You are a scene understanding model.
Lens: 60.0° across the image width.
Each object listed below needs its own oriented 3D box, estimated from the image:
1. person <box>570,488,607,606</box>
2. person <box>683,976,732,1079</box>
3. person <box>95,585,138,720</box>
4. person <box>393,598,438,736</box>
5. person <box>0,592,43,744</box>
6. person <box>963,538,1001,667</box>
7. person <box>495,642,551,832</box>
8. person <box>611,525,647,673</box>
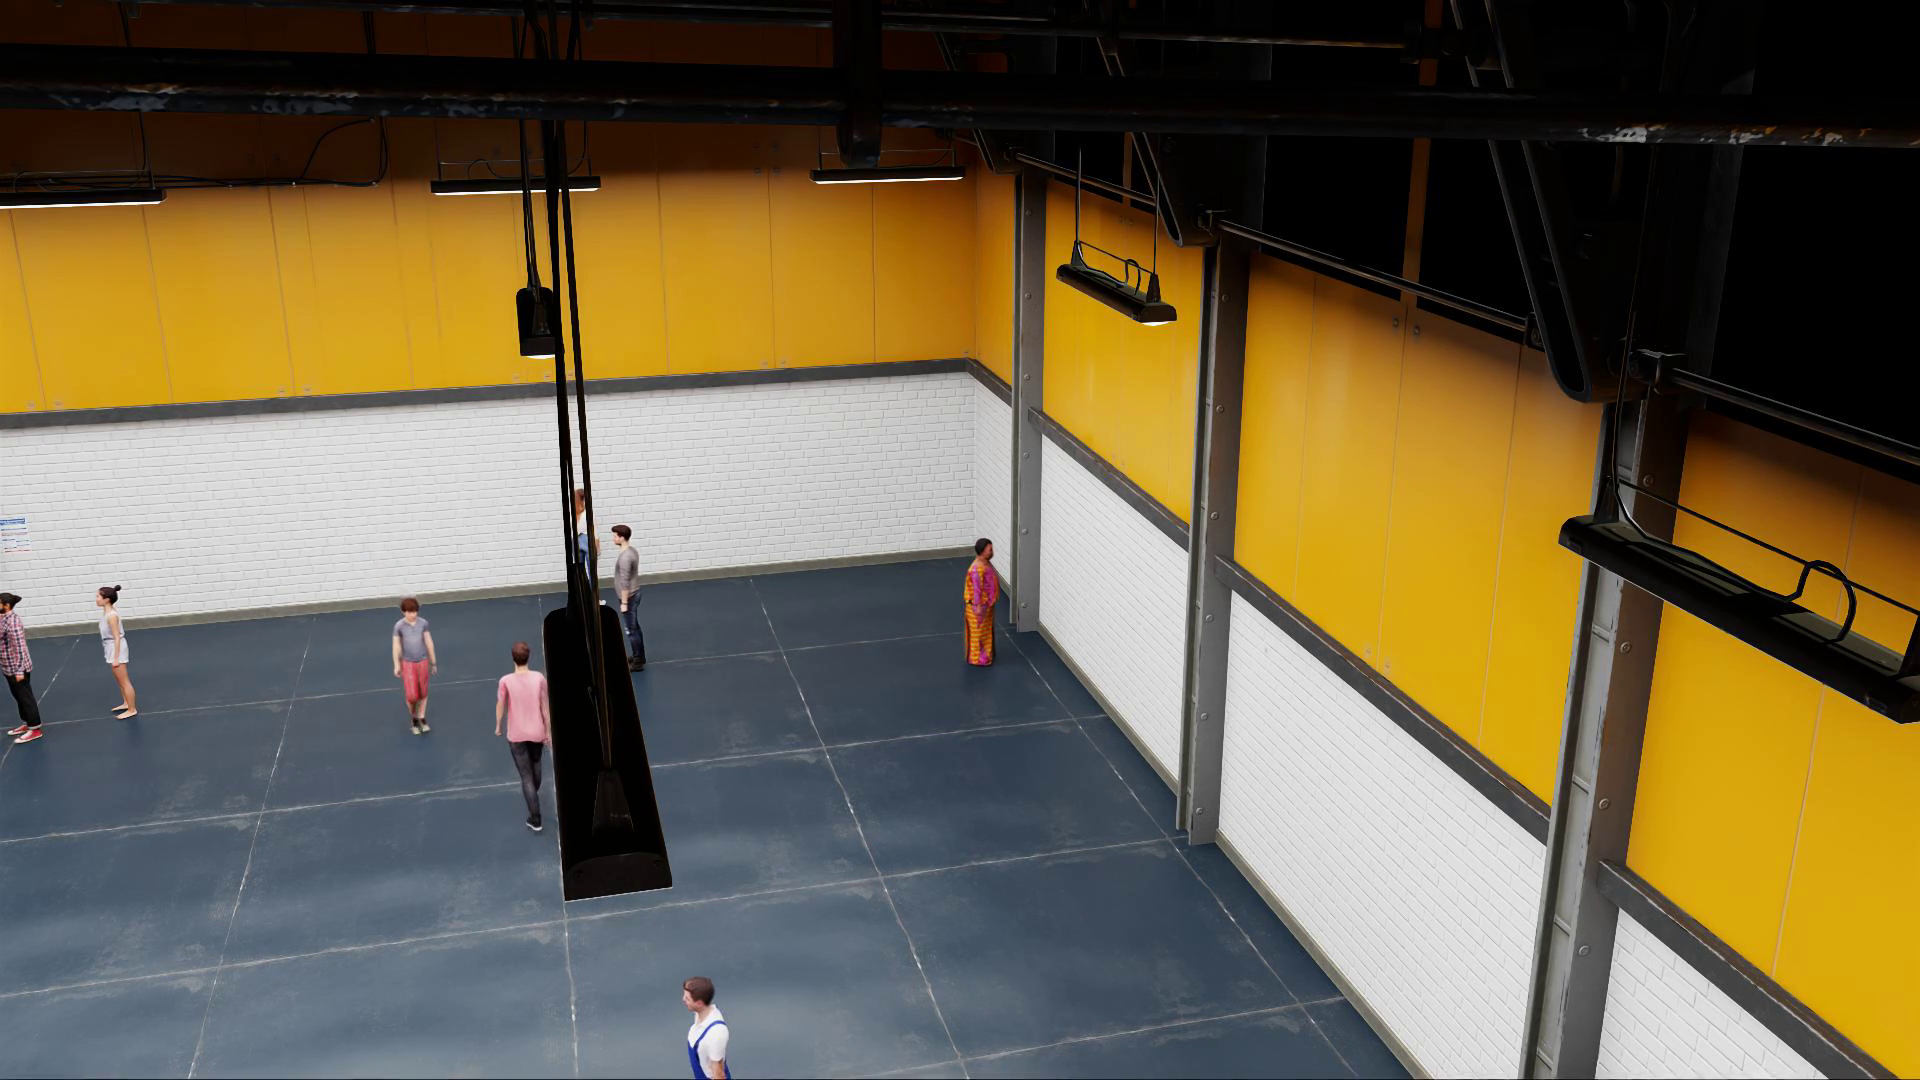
[{"bbox_3d":[-5.180,0.112,22.936,0.688,1.720,0.686,4,19,12],"label":"person"},{"bbox_3d":[-1.727,3.848,11.641,0.700,1.848,0.521,-7,20,-19],"label":"person"},{"bbox_3d":[-9.935,1.302,19.579,0.699,1.608,0.574,-12,22,-32],"label":"person"},{"bbox_3d":[-6.310,1.411,19.202,0.685,1.641,0.703,-10,21,-28],"label":"person"},{"bbox_3d":[-10.770,1.424,18.974,0.844,1.761,0.718,-16,25,-40],"label":"person"},{"bbox_3d":[0.285,0.752,21.097,0.854,1.681,0.753,4,19,11],"label":"person"},{"bbox_3d":[-4.399,2.033,16.932,0.878,1.910,1.261,-11,22,-30],"label":"person"},{"bbox_3d":[-4.135,0.720,20.846,0.754,1.900,0.552,-2,19,-7],"label":"person"}]
